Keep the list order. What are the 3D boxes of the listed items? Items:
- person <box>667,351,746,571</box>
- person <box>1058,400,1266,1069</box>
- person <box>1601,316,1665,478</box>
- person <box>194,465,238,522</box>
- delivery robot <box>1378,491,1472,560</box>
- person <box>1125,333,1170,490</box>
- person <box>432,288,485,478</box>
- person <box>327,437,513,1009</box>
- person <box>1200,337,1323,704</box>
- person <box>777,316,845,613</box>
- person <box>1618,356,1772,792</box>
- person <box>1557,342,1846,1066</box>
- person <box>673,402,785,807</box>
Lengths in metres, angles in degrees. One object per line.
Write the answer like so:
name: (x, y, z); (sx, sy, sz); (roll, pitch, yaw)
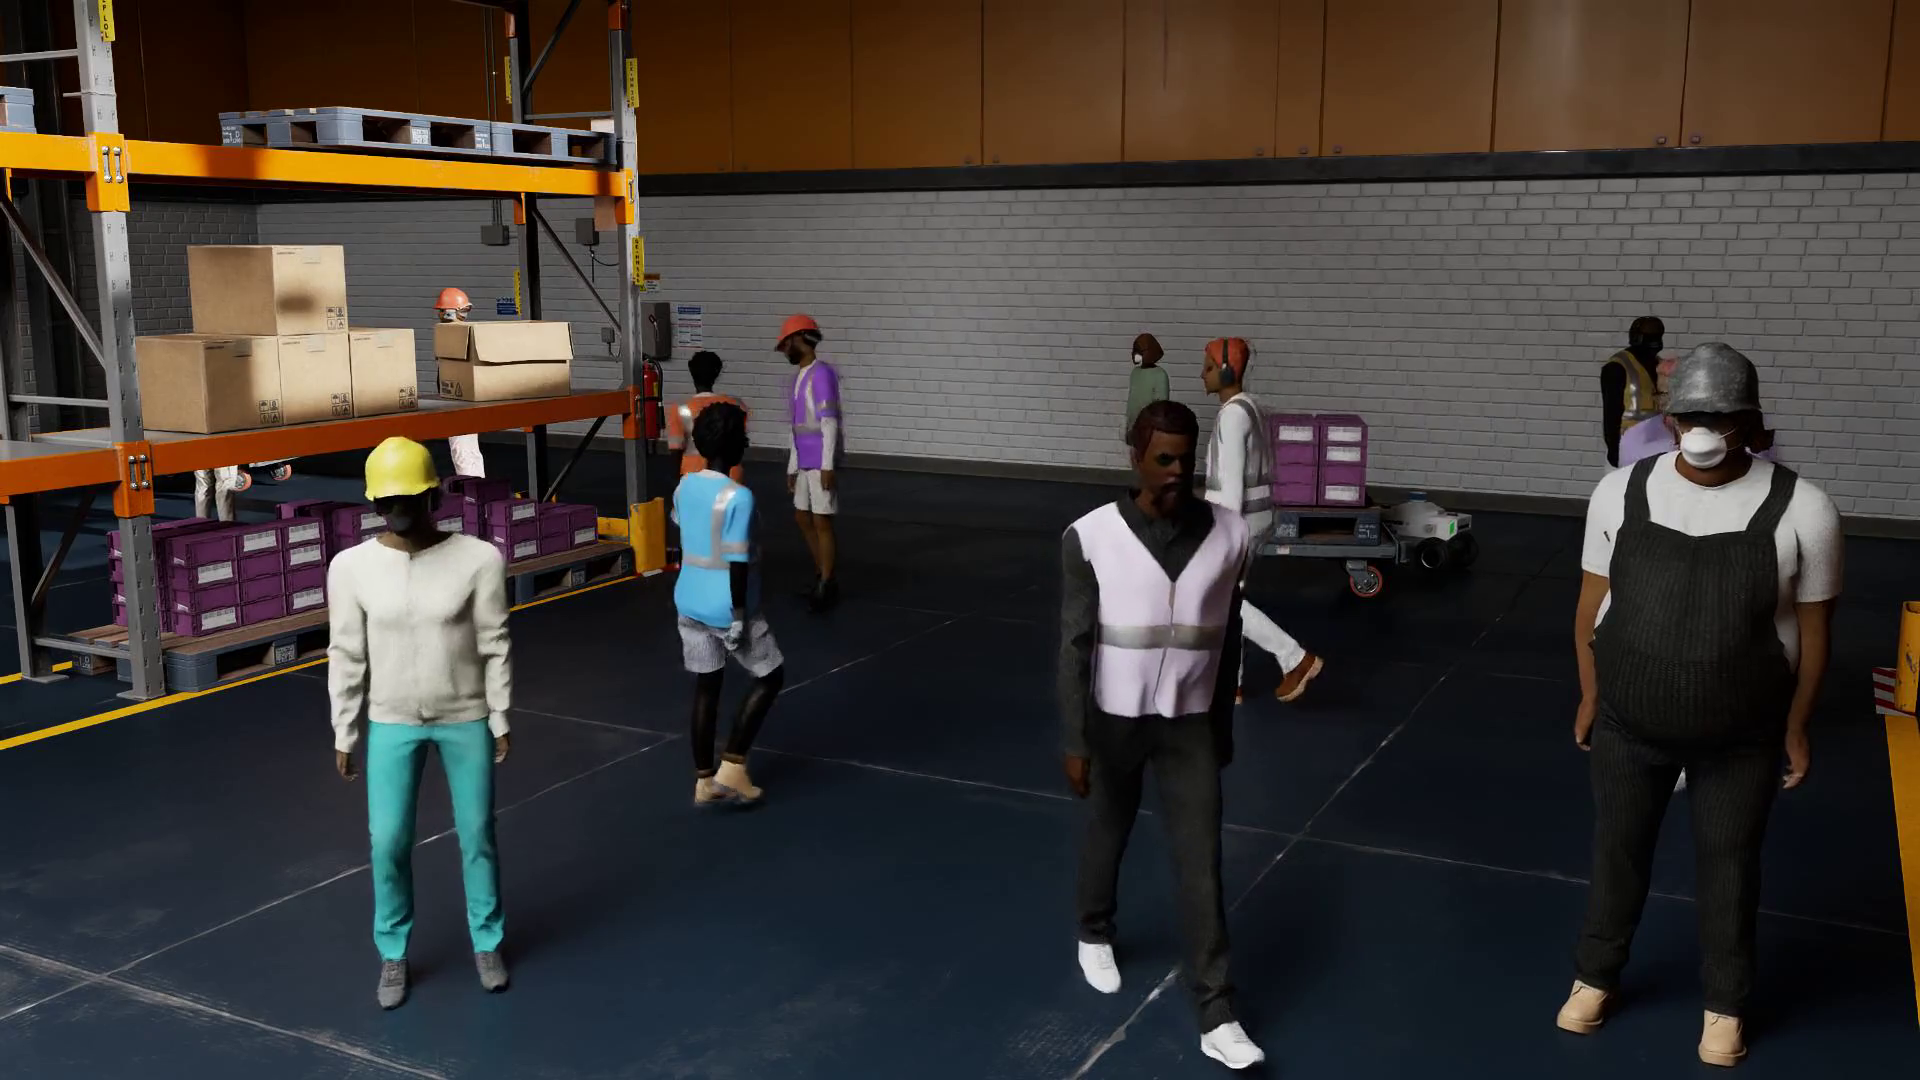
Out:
person: (-1.621, -0.369, 10.606); (0.531, 1.667, 0.682); (-4, 10, -20)
person: (0.574, 0.524, 4.863); (0.604, 1.878, 0.871); (-2, 10, -12)
person: (4.894, -0.701, 12.059); (0.627, 1.836, 0.431); (-5, 11, -28)
person: (-5.737, -0.739, 12.814); (0.517, 1.639, 0.313); (4, 11, 24)
delivery robot: (3.306, -0.108, 12.013); (0.707, 0.478, 0.477); (9, 13, 40)
person: (1.510, -0.864, 13.556); (0.286, 1.632, 0.498); (-5, 11, -29)
person: (-4.135, -1.078, 13.749); (0.381, 1.994, 0.622); (0, 10, 0)
person: (-1.615, 0.552, 5.014); (0.531, 1.743, 0.413); (-2, 10, -10)
person: (1.464, -0.066, 8.239); (0.604, 1.873, 0.606); (2, 10, 13)
person: (-0.911, -0.486, 10.676); (0.389, 1.884, 0.650); (-5, 11, -27)
person: (3.196, 0.126, 7.183); (0.780, 1.862, 0.654); (-7, 12, -34)
person: (2.062, 0.463, 4.696); (0.681, 2.000, 0.536); (6, 12, 33)
person: (-0.962, 0.274, 6.813); (0.539, 1.684, 0.370); (10, 14, 44)
